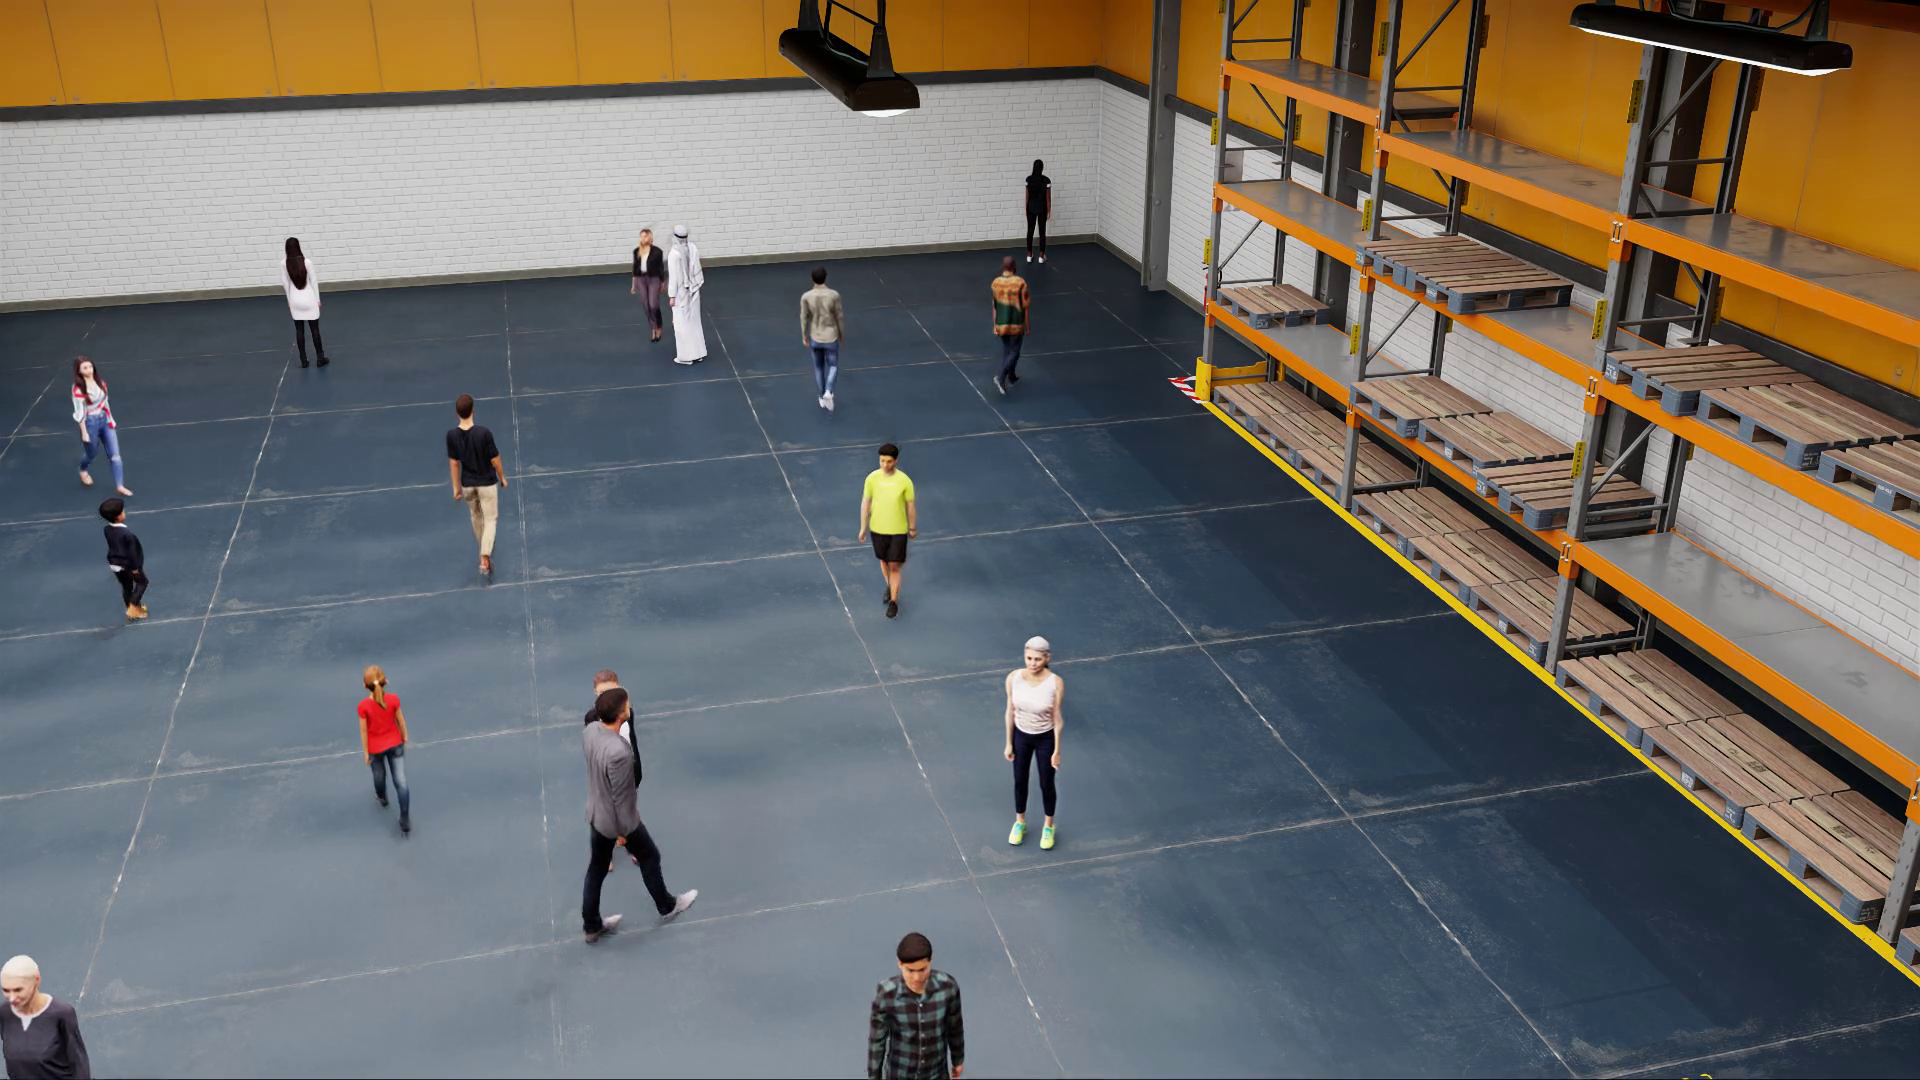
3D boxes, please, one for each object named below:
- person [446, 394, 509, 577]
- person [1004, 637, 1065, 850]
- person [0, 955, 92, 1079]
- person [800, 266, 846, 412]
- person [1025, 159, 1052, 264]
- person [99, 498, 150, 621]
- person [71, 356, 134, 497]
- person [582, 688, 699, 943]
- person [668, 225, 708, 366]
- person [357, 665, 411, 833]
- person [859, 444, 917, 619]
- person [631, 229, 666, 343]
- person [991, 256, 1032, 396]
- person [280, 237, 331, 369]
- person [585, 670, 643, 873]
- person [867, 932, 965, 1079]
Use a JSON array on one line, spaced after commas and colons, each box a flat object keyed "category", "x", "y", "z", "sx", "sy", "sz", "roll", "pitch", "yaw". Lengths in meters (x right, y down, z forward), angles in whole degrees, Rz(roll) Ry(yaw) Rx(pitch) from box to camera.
[{"category": "person", "x": -4.773, "y": -0.514, "z": 16.491, "sx": 0.899, "sy": 1.824, "sz": 1.216, "roll": 1, "pitch": 24, "yaw": 3}, {"category": "person", "x": 0.542, "y": 1.456, "z": 12.137, "sx": 0.672, "sy": 1.701, "sz": 0.700, "roll": 8, "pitch": 25, "yaw": 17}, {"category": "person", "x": -4.817, "y": 2.867, "z": 8.900, "sx": 0.734, "sy": 1.709, "sz": 0.848, "roll": 0, "pitch": 24, "yaw": -1}, {"category": "person", "x": -1.729, "y": -2.518, "z": 21.037, "sx": 0.850, "sy": 1.856, "sz": 0.989, "roll": 0, "pitch": 24, "yaw": 0}, {"category": "person", "x": 1.308, "y": -5.595, "z": 28.234, "sx": 0.684, "sy": 1.729, "sz": 0.700, "roll": 5, "pitch": 24, "yaw": 12}, {"category": "person", "x": -7.879, "y": 0.203, "z": 15.607, "sx": 0.607, "sy": 1.218, "sz": 0.656, "roll": 8, "pitch": 25, "yaw": 18}, {"category": "person", "x": -9.676, "y": -1.268, "z": 18.520, "sx": 1.098, "sy": 1.580, "sz": 1.047, "roll": 14, "pitch": 27, "yaw": 29}, {"category": "person", "x": -2.362, "y": 1.871, "z": 11.024, "sx": 1.113, "sy": 1.833, "sz": 1.075, "roll": 21, "pitch": 31, "yaw": 39}, {"category": "person", "x": -3.793, "y": -3.391, "z": 22.947, "sx": 0.825, "sy": 1.925, "sz": 0.804, "roll": 19, "pitch": 30, "yaw": 37}, {"category": "person", "x": -4.260, "y": 1.581, "z": 12.383, "sx": 0.622, "sy": 1.276, "sz": 0.930, "roll": -12, "pitch": 26, "yaw": -25}, {"category": "person", "x": -0.656, "y": -0.163, "z": 15.872, "sx": 0.910, "sy": 1.678, "sz": 1.052, "roll": 7, "pitch": 25, "yaw": 16}, {"category": "person", "x": -4.434, "y": -3.661, "z": 23.895, "sx": 0.703, "sy": 1.660, "sz": 0.729, "roll": 5, "pitch": 24, "yaw": 11}, {"category": "person", "x": 0.637, "y": -2.792, "z": 21.753, "sx": 1.114, "sy": 1.784, "sz": 1.181, "roll": 12, "pitch": 26, "yaw": 26}, {"category": "person", "x": -9.012, "y": -3.259, "z": 22.790, "sx": 0.637, "sy": 1.809, "sz": 0.581, "roll": -2, "pitch": 24, "yaw": -5}, {"category": "person", "x": -2.481, "y": 1.628, "z": 11.928, "sx": 0.583, "sy": 1.555, "sz": 0.591, "roll": -12, "pitch": 26, "yaw": -25}, {"category": "person", "x": -0.253, "y": 2.785, "z": 8.996, "sx": 0.752, "sy": 1.698, "sz": 0.792, "roll": -4, "pitch": 24, "yaw": -8}]
